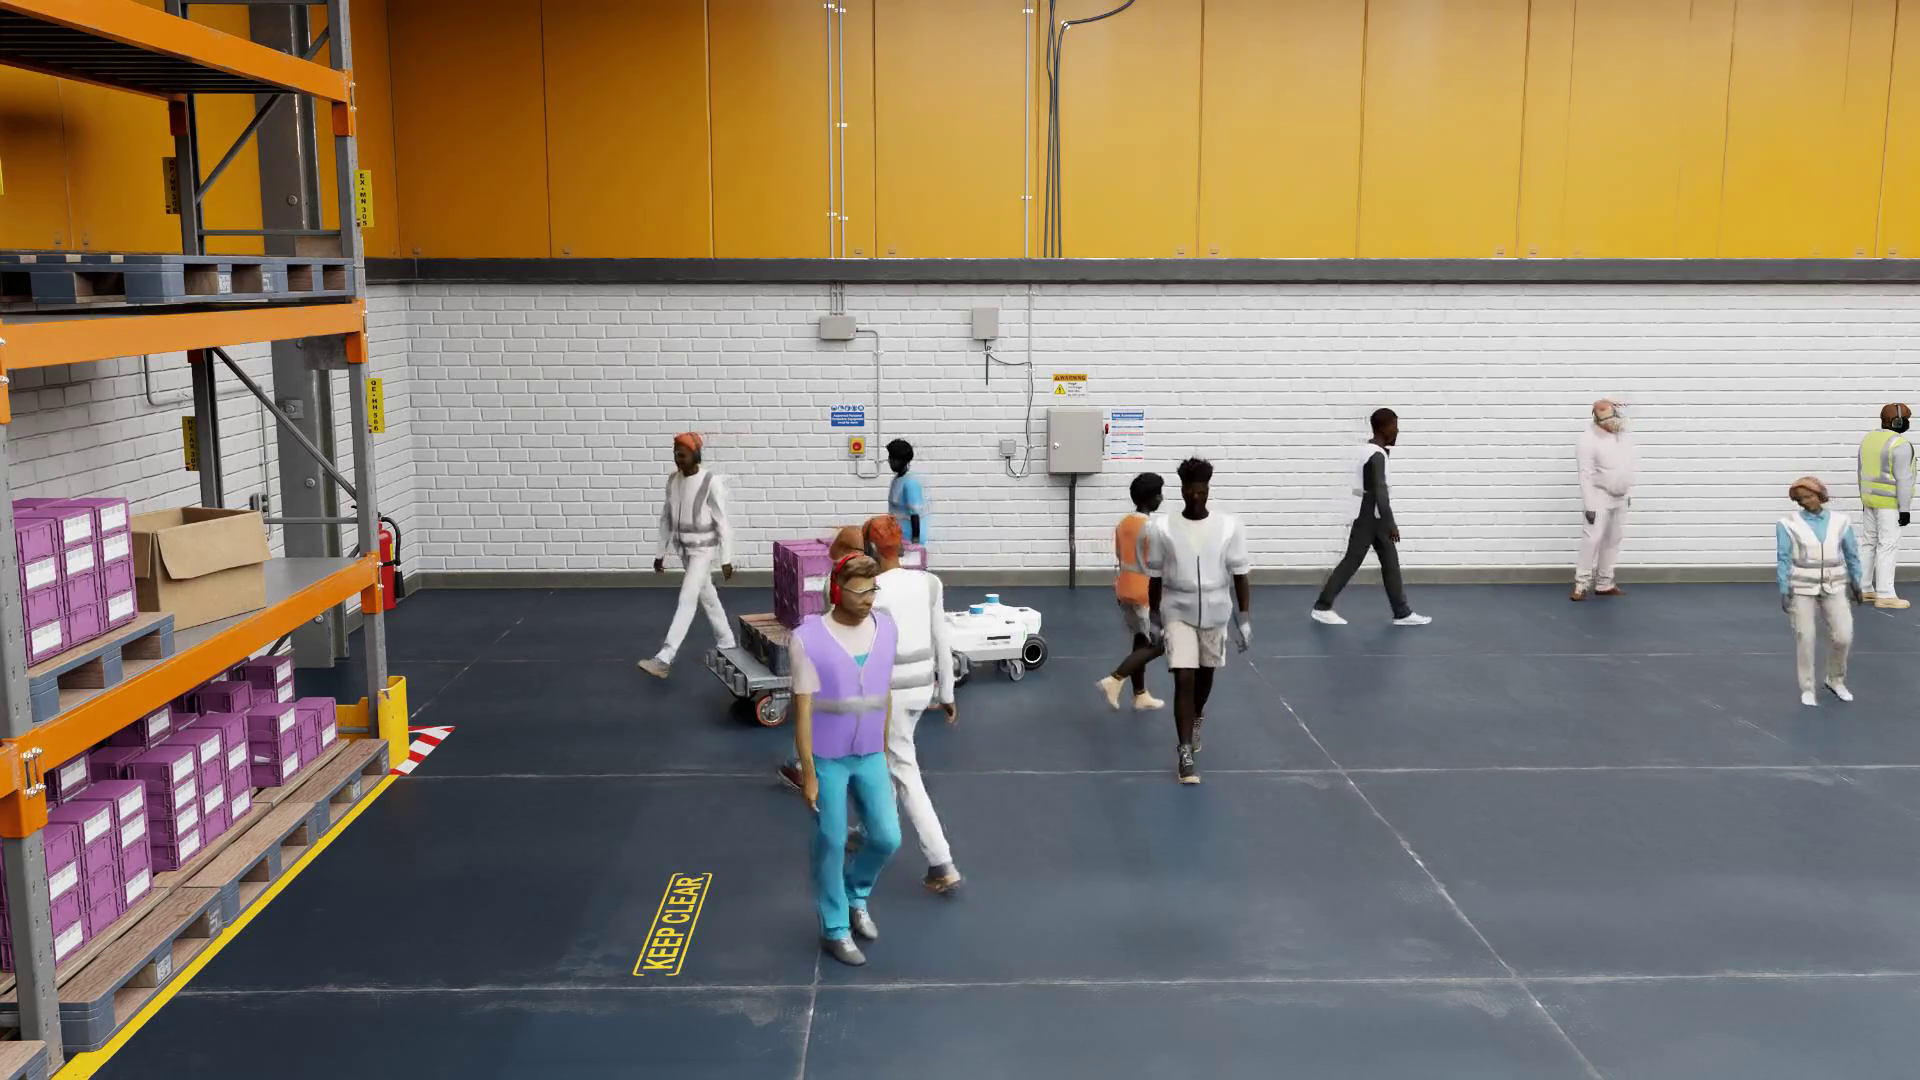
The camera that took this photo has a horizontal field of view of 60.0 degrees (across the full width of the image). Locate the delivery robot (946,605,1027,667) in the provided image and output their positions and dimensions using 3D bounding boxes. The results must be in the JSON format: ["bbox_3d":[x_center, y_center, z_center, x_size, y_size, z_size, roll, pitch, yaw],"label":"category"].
[{"bbox_3d":[0.124,0.722,12.258,0.707,0.478,0.477,-2,9,-15],"label":"delivery robot"}]

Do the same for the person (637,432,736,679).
[{"bbox_3d":[-2.044,0.102,12.480,0.608,1.817,1.034,8,12,42],"label":"person"}]

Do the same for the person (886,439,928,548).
[{"bbox_3d":[-0.544,-0.004,13.602,0.831,1.646,0.559,-2,9,-11],"label":"person"}]

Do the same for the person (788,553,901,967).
[{"bbox_3d":[-0.500,0.951,7.256,0.559,1.823,0.448,-6,11,-35],"label":"person"}]

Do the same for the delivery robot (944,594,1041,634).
[{"bbox_3d":[0.243,0.655,12.664,0.707,0.478,0.477,-3,10,-21],"label":"delivery robot"}]

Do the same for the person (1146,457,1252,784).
[{"bbox_3d":[1.444,0.437,10.123,0.625,1.923,0.995,0,9,0],"label":"person"}]

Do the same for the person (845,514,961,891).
[{"bbox_3d":[-0.290,0.785,8.268,0.605,1.834,0.999,-9,13,-42],"label":"person"}]

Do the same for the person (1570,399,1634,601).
[{"bbox_3d":[5.947,-0.363,15.225,0.735,1.869,0.396,-5,11,-29],"label":"person"}]

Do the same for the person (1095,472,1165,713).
[{"bbox_3d":[1.171,0.381,11.197,0.542,1.673,0.555,-4,10,-23],"label":"person"}]

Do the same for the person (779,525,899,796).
[{"bbox_3d":[-0.679,0.689,9.562,0.821,1.589,0.484,5,10,26],"label":"person"}]

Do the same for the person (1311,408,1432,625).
[{"bbox_3d":[3.480,-0.184,14.110,0.993,1.870,0.597,3,10,17],"label":"person"}]

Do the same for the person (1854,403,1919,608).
[{"bbox_3d":[8.347,-0.315,14.967,0.429,1.842,0.633,-1,9,-5],"label":"person"}]

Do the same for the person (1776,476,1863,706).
[{"bbox_3d":[5.945,0.364,11.541,0.598,1.608,0.342,1,9,8],"label":"person"}]
